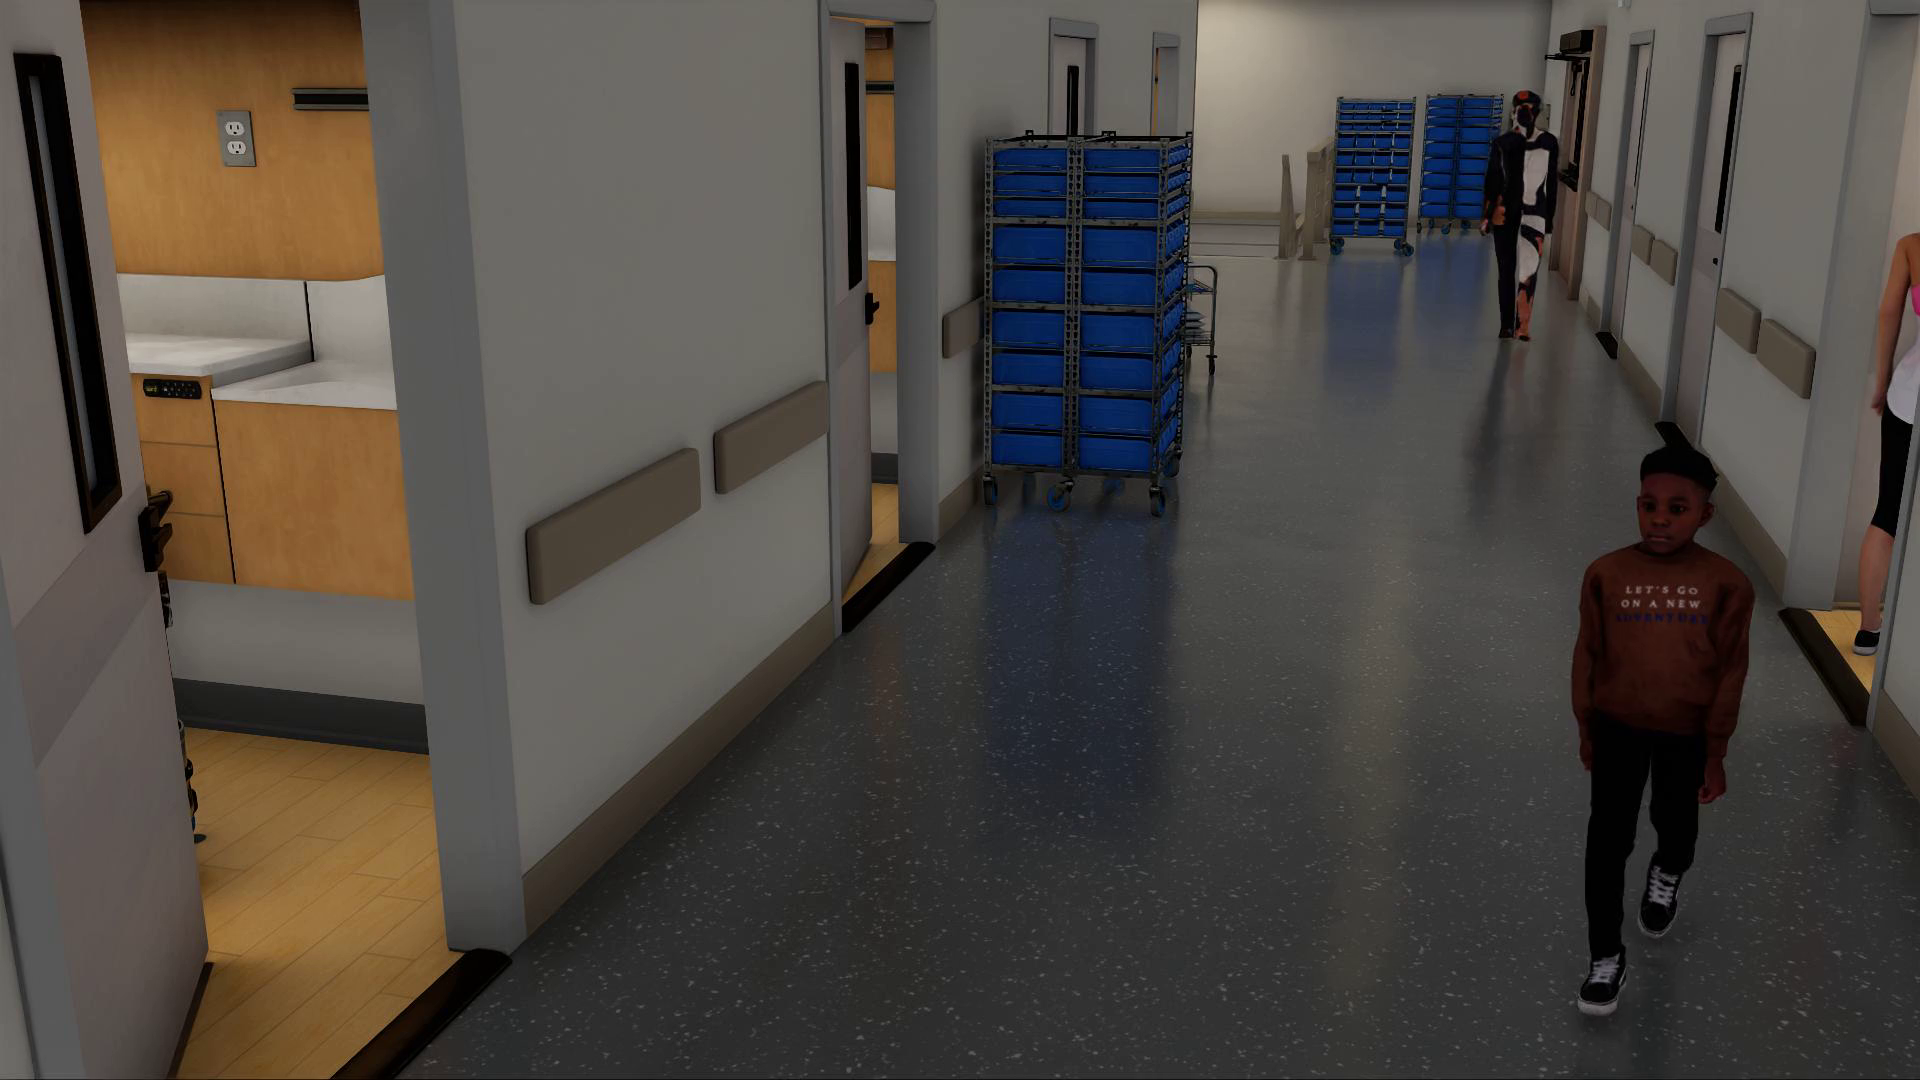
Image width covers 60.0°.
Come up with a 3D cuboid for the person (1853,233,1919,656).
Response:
[{"bbox_3d":[3.367,-0.448,5.761,0.735,1.787,0.667,-8,18,-26],"label":"person"}]

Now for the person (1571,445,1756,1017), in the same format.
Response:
[{"bbox_3d":[1.593,0.399,3.765,0.630,1.239,0.931,8,18,26],"label":"person"}]

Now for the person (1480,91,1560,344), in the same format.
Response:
[{"bbox_3d":[4.285,-2.465,12.766,0.693,1.867,0.846,5,16,16],"label":"person"}]
